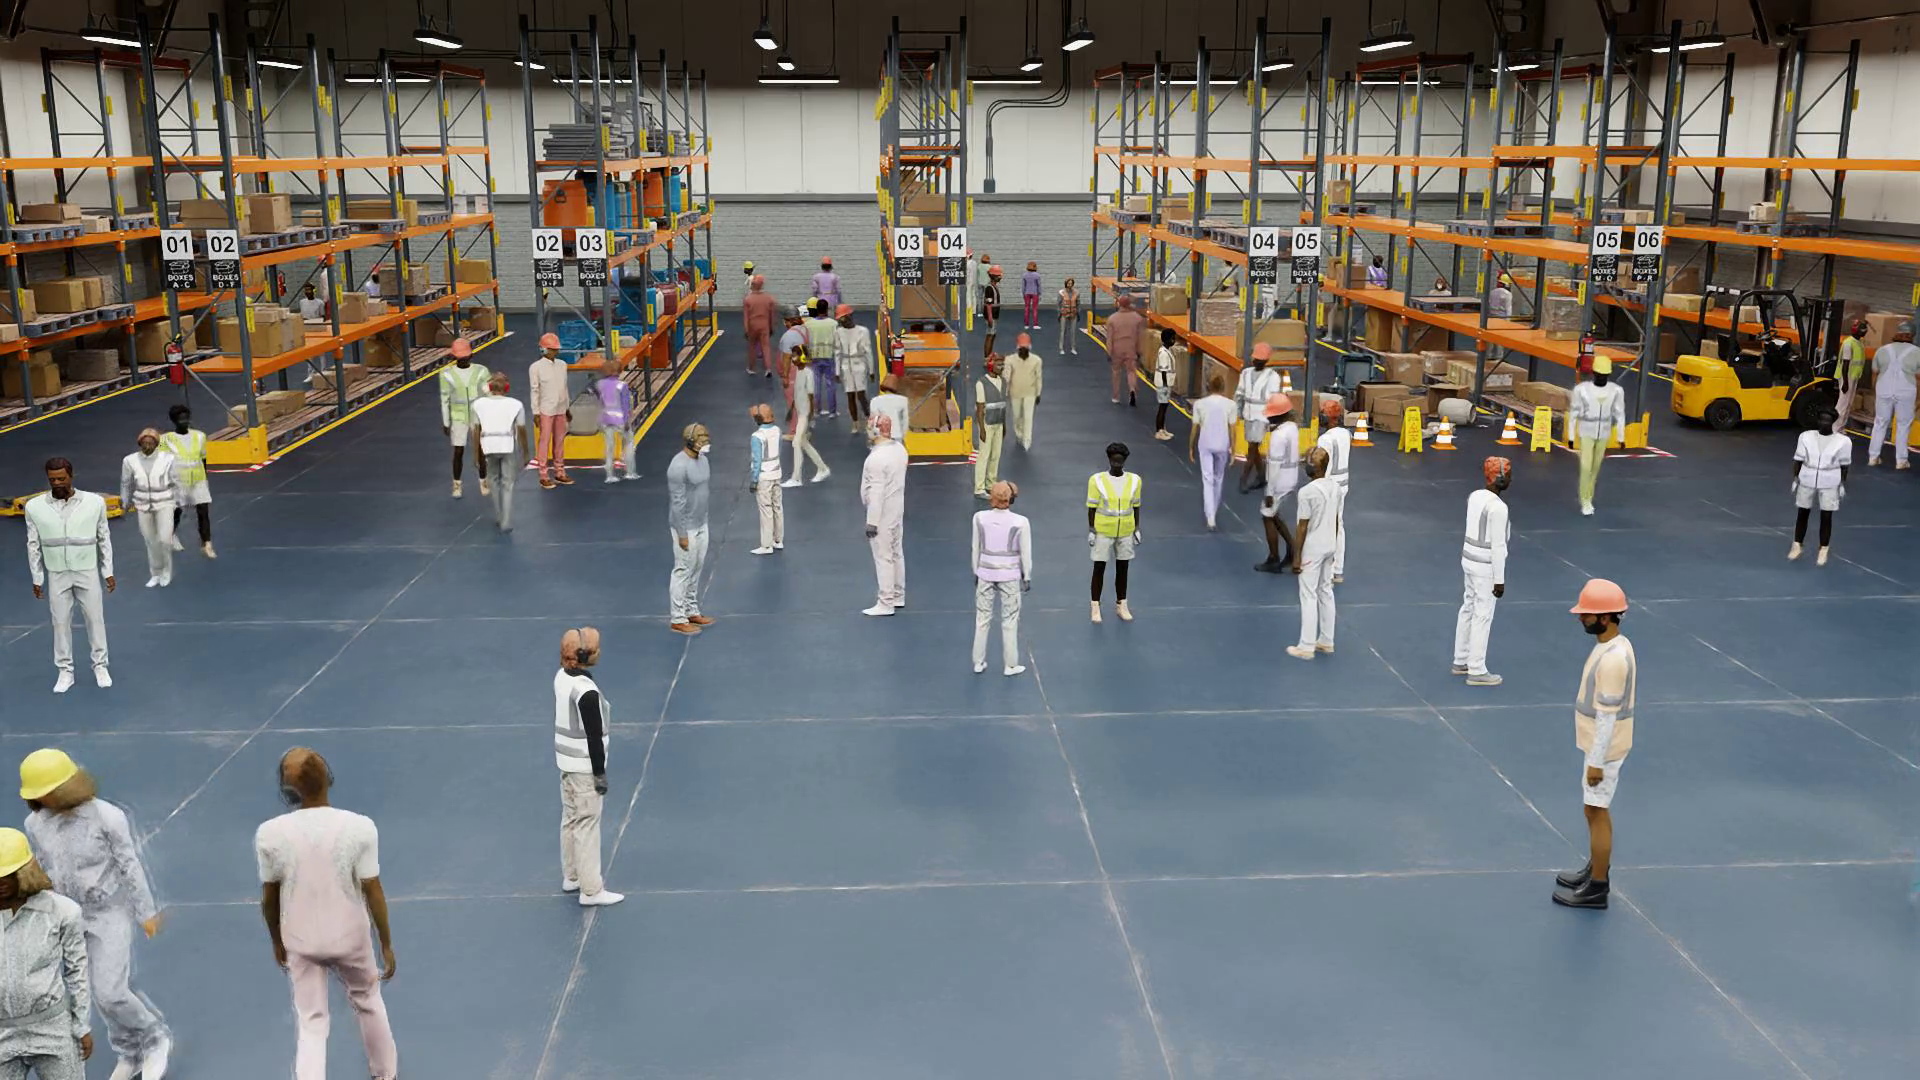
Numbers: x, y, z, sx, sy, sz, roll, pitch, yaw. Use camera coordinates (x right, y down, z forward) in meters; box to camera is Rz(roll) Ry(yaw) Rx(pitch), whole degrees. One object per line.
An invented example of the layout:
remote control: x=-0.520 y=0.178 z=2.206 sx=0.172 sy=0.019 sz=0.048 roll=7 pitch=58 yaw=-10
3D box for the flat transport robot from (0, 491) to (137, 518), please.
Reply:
flat transport robot: x=-10.628 y=-0.419 z=19.832 sx=1.431 sy=0.197 sz=0.652 roll=4 pitch=14 yaw=17

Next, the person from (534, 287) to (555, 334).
person: x=-7.828 y=-3.891 z=31.366 sx=0.349 sy=1.758 sz=0.522 roll=0 pitch=13 yaw=0

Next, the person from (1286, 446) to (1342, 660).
person: x=3.052 y=0.108 z=14.261 sx=0.504 sy=1.839 sz=0.339 roll=-11 pitch=17 yaw=-39

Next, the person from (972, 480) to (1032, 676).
person: x=0.343 y=0.319 z=13.817 sx=0.530 sy=1.627 sz=0.323 roll=5 pitch=14 yaw=20

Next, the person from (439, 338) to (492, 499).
person: x=-6.135 y=-1.517 z=20.735 sx=0.607 sy=2.027 sz=0.422 roll=-6 pitch=14 yaw=-22

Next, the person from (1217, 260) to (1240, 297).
person: x=6.356 y=-5.821 z=39.356 sx=0.517 sy=1.832 sz=0.822 roll=5 pitch=14 yaw=20

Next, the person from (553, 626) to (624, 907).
person: x=-2.176 y=1.302 z=9.614 sx=0.310 sy=1.638 sz=0.523 roll=-9 pitch=16 yaw=-33

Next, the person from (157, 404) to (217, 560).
person: x=-8.309 y=-0.643 z=17.799 sx=0.806 sy=1.665 sz=0.537 roll=12 pitch=18 yaw=42

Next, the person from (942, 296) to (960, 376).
person: x=-0.175 y=-4.096 z=31.955 sx=0.337 sy=1.882 sz=0.584 roll=3 pitch=14 yaw=11

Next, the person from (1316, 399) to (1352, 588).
person: x=3.683 y=-0.465 z=16.574 sx=0.337 sy=1.881 sz=0.584 roll=10 pitch=16 yaw=36

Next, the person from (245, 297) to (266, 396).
person: x=-12.525 y=-3.419 z=29.389 sx=0.294 sy=1.744 sz=0.487 roll=2 pitch=13 yaw=7

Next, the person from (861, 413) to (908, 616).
person: x=-0.729 y=-0.241 z=15.583 sx=0.403 sy=1.904 sz=0.652 roll=5 pitch=14 yaw=20

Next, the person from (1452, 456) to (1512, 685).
person: x=4.286 y=0.246 z=13.593 sx=0.355 sy=1.876 sz=0.574 roll=-2 pitch=13 yaw=-7

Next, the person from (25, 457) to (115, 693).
person: x=-7.154 y=0.264 z=13.414 sx=0.597 sy=1.916 sz=0.371 roll=-6 pitch=14 yaw=-23

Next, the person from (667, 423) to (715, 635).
person: x=-2.415 y=-0.107 z=14.990 sx=0.389 sy=1.925 sz=0.624 roll=4 pitch=14 yaw=17

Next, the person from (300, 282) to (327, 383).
person: x=-12.068 y=-3.868 z=31.019 sx=0.513 sy=1.872 sz=0.328 roll=1 pitch=13 yaw=4

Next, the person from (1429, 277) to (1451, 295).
person: x=10.122 y=-4.730 z=35.177 sx=0.498 sy=1.634 sz=0.280 roll=7 pitch=15 yaw=26

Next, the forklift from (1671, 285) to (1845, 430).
forklift: x=12.503 y=-2.886 z=26.166 sx=2.313 sy=2.155 sz=1.214 roll=-1 pitch=13 yaw=-3

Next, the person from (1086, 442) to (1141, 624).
person: x=1.417 y=-0.071 z=15.314 sx=0.531 sy=1.692 sz=0.320 roll=-3 pitch=14 yaw=-12

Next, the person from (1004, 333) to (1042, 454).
person: x=0.909 y=-2.158 z=24.112 sx=0.562 sy=1.717 sz=0.859 roll=1 pitch=13 yaw=2

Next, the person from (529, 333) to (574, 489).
person: x=-5.253 y=-1.671 z=21.446 sx=0.395 sy=1.990 sz=0.625 roll=9 pitch=16 yaw=32

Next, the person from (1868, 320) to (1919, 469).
person: x=12.849 y=-2.005 z=22.761 sx=0.535 sy=2.000 sz=0.679 roll=-12 pitch=18 yaw=-42

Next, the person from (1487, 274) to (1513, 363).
person: x=10.936 y=-4.449 z=33.589 sx=0.413 sy=1.822 sz=0.606 roll=-6 pitch=14 yaw=-22

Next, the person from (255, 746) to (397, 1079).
person: x=-2.766 y=1.774 z=7.311 sx=0.564 sy=1.802 sz=0.871 roll=-3 pitch=14 yaw=-13

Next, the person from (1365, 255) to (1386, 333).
person: x=9.814 y=-5.800 z=39.263 sx=0.625 sy=1.845 sz=0.429 roll=-8 pitch=15 yaw=-29

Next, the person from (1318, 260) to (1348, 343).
person: x=8.439 y=-5.356 z=37.391 sx=0.789 sy=1.835 sz=0.529 roll=8 pitch=16 yaw=31

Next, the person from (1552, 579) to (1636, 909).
person: x=3.658 y=1.167 z=9.582 sx=0.392 sy=1.925 sz=0.548 roll=5 pitch=14 yaw=19

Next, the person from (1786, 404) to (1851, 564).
person: x=9.041 y=-0.591 z=17.507 sx=0.540 sy=1.695 sz=0.317 roll=10 pitch=17 yaw=36

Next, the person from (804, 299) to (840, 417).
person: x=-2.221 y=-2.941 z=26.990 sx=0.592 sy=1.920 sz=0.392 roll=1 pitch=13 yaw=6

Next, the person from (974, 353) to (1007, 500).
person: x=0.381 y=-1.422 z=20.750 sx=0.383 sy=1.833 sz=0.560 roll=10 pitch=16 yaw=35

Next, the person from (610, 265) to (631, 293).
person: x=-7.726 y=-5.511 z=37.728 sx=0.611 sy=2.004 sz=0.889 roll=-6 pitch=15 yaw=-24
